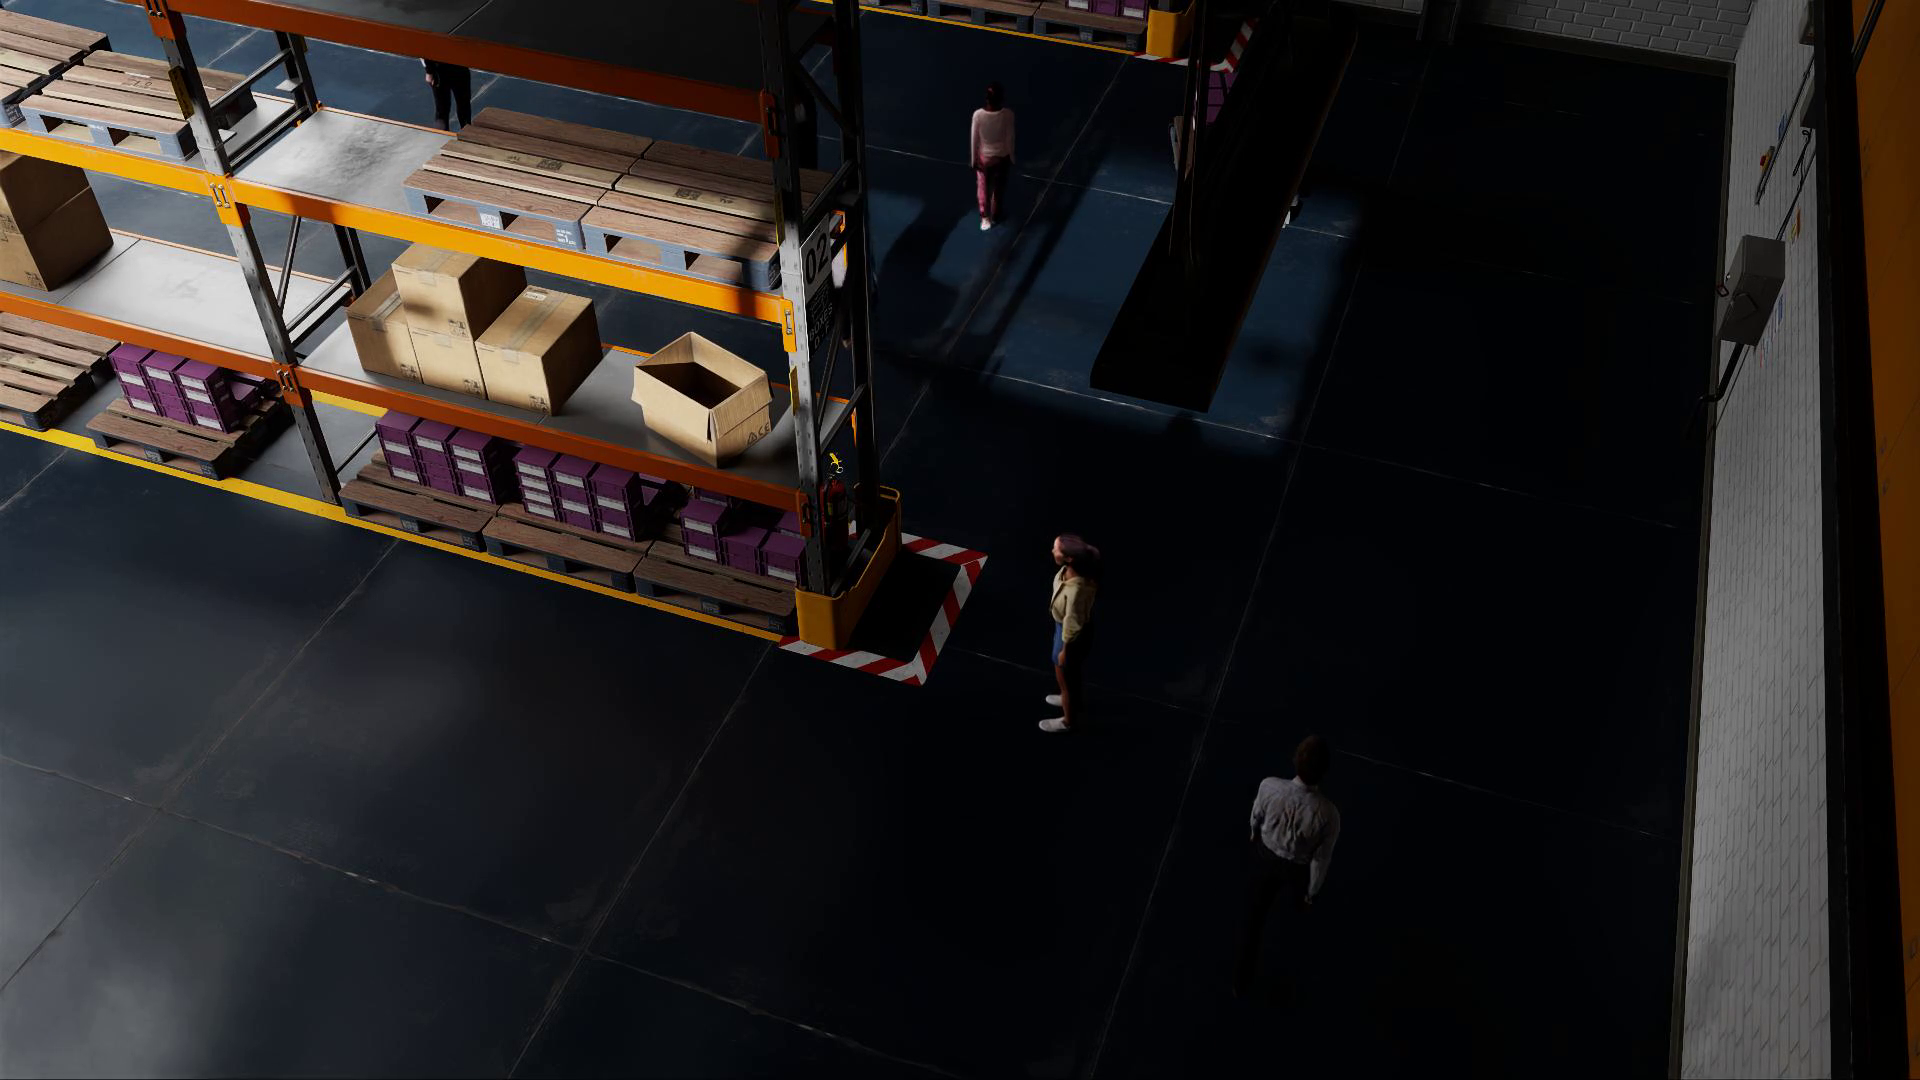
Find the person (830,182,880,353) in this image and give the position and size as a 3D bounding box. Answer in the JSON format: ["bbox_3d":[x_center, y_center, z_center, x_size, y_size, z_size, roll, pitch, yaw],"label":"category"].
[{"bbox_3d":[-0.925,-2.265,13.405,0.776,1.597,0.837,-18,46,-18],"label":"person"}]

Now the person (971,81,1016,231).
[{"bbox_3d":[0.298,-3.379,14.694,0.805,1.431,0.760,0,44,0],"label":"person"}]

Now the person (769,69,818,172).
[{"bbox_3d":[-1.509,-3.542,14.769,1.100,1.564,1.139,-16,46,-16],"label":"person"}]

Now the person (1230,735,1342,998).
[{"bbox_3d":[1.729,1.810,9.008,1.175,1.762,0.846,21,48,21],"label":"person"}]

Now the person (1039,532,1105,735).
[{"bbox_3d":[0.711,0.574,10.401,0.644,1.630,0.693,5,44,5],"label":"person"}]
